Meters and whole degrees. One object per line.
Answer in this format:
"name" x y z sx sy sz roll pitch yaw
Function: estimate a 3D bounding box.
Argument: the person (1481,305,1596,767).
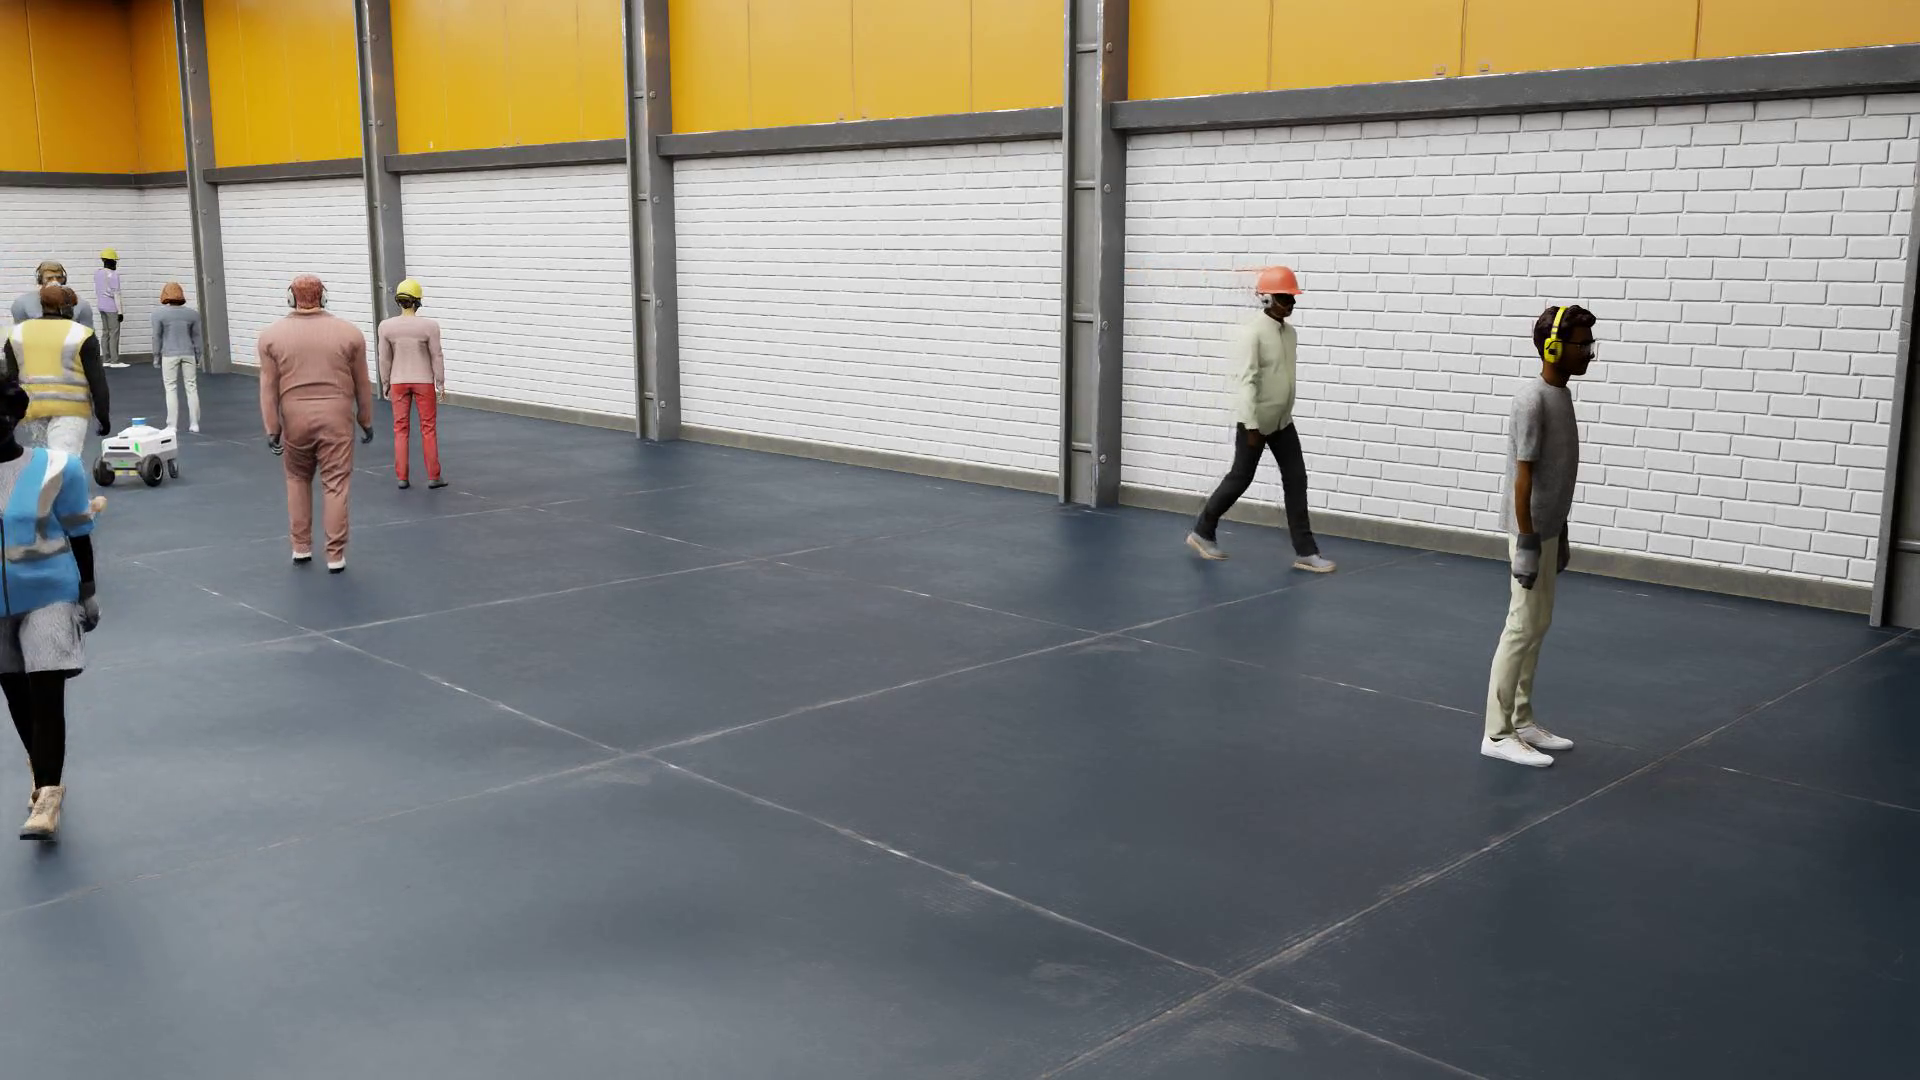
"person" 2.352 -0.015 6.730 0.324 1.862 0.511 7 12 33

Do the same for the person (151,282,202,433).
"person" -8.468 -1.969 18.014 0.503 1.630 0.275 -10 14 -43

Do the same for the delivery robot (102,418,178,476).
"delivery robot" -7.072 -0.808 14.350 0.477 0.478 0.707 0 10 1

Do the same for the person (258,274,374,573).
"person" -4.112 -0.755 10.688 0.659 1.881 0.751 -3 11 -17

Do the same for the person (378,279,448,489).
"person" -4.607 -1.308 14.028 0.534 1.767 0.320 -1 10 -3

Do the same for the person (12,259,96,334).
"person" -7.876 -1.482 14.559 0.648 1.914 0.624 -7 13 -34

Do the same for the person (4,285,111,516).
"person" -6.354 -0.903 11.772 0.653 1.782 0.985 0 10 0

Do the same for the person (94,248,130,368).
"person" -13.722 -3.742 26.898 0.581 1.919 0.390 6 12 30

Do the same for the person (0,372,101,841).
"person" -3.365 0.238 5.877 0.546 1.649 0.852 -3 11 -16

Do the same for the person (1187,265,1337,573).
"person" 1.925 -0.786 10.707 1.018 1.952 0.641 10 14 43
